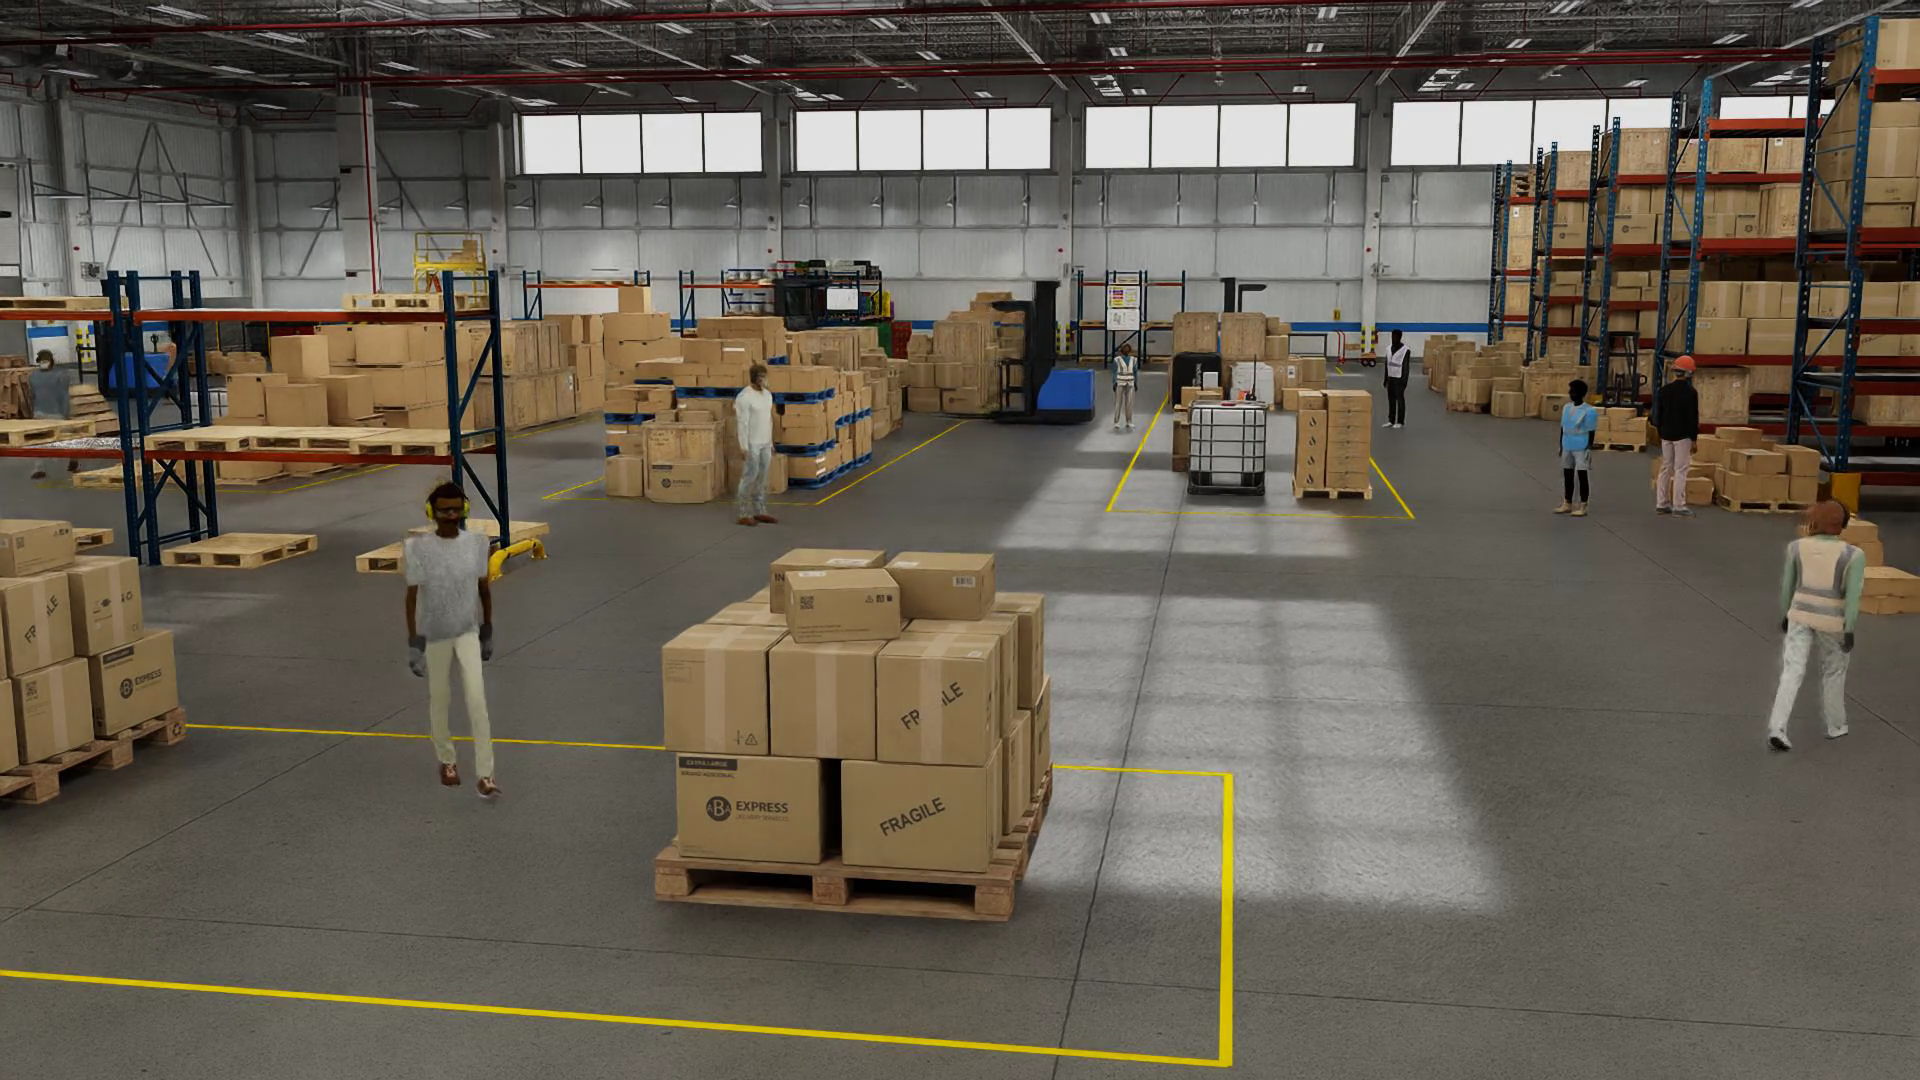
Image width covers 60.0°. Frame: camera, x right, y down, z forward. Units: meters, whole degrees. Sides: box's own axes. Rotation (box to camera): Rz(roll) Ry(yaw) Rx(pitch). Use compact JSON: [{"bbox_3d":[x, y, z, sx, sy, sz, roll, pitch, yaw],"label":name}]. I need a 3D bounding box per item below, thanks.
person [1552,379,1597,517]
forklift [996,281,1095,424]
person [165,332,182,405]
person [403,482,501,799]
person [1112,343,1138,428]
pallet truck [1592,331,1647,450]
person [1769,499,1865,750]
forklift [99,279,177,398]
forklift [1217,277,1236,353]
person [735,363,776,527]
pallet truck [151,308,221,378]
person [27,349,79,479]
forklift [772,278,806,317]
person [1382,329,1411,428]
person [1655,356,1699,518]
[{"bbox_3d":[7.612,-1.137,20.556,0.318,1.698,0.539,-4,10,-25],"label":"person"},{"bbox_3d":[1.725,-3.739,32.974,1.873,2.768,1.129,1,9,9],"label":"forklift"},{"bbox_3d":[-17.666,-3.887,37.647,0.549,1.642,0.858,6,11,34],"label":"person"},{"bbox_3d":[-2.910,0.586,9.535,0.516,1.831,0.919,-4,10,-25],"label":"person"},{"bbox_3d":[3.191,-2.988,32.164,0.525,1.636,0.307,-3,10,-15],"label":"person"},{"bbox_3d":[11.253,-2.573,28.499,0.823,1.965,1.885,5,10,27],"label":"pallet truck"},{"bbox_3d":[5.439,0.535,10.583,0.895,1.591,0.523,-8,12,-40],"label":"person"},{"bbox_3d":[-19.606,-4.720,39.027,1.873,2.768,1.129,1,9,9],"label":"forklift"},{"bbox_3d":[7.804,-6.235,48.366,1.873,2.768,1.129,1,9,9],"label":"forklift"},{"bbox_3d":[-2.433,-1.136,19.820,0.356,1.936,0.635,5,10,26],"label":"person"},{"bbox_3d":[-21.869,-5.598,47.154,0.823,1.965,1.885,4,10,26],"label":"pallet truck"},{"bbox_3d":[-13.348,-1.868,24.460,0.646,1.905,0.791,0,9,1],"label":"person"},{"bbox_3d":[-4.325,-5.247,42.272,1.873,2.768,1.129,7,12,39],"label":"forklift"},{"bbox_3d":[8.426,-3.107,32.072,0.397,1.911,0.587,-5,11,-30],"label":"person"},{"bbox_3d":[8.849,-1.268,20.463,0.390,1.991,0.624,-3,10,-19],"label":"person"}]
